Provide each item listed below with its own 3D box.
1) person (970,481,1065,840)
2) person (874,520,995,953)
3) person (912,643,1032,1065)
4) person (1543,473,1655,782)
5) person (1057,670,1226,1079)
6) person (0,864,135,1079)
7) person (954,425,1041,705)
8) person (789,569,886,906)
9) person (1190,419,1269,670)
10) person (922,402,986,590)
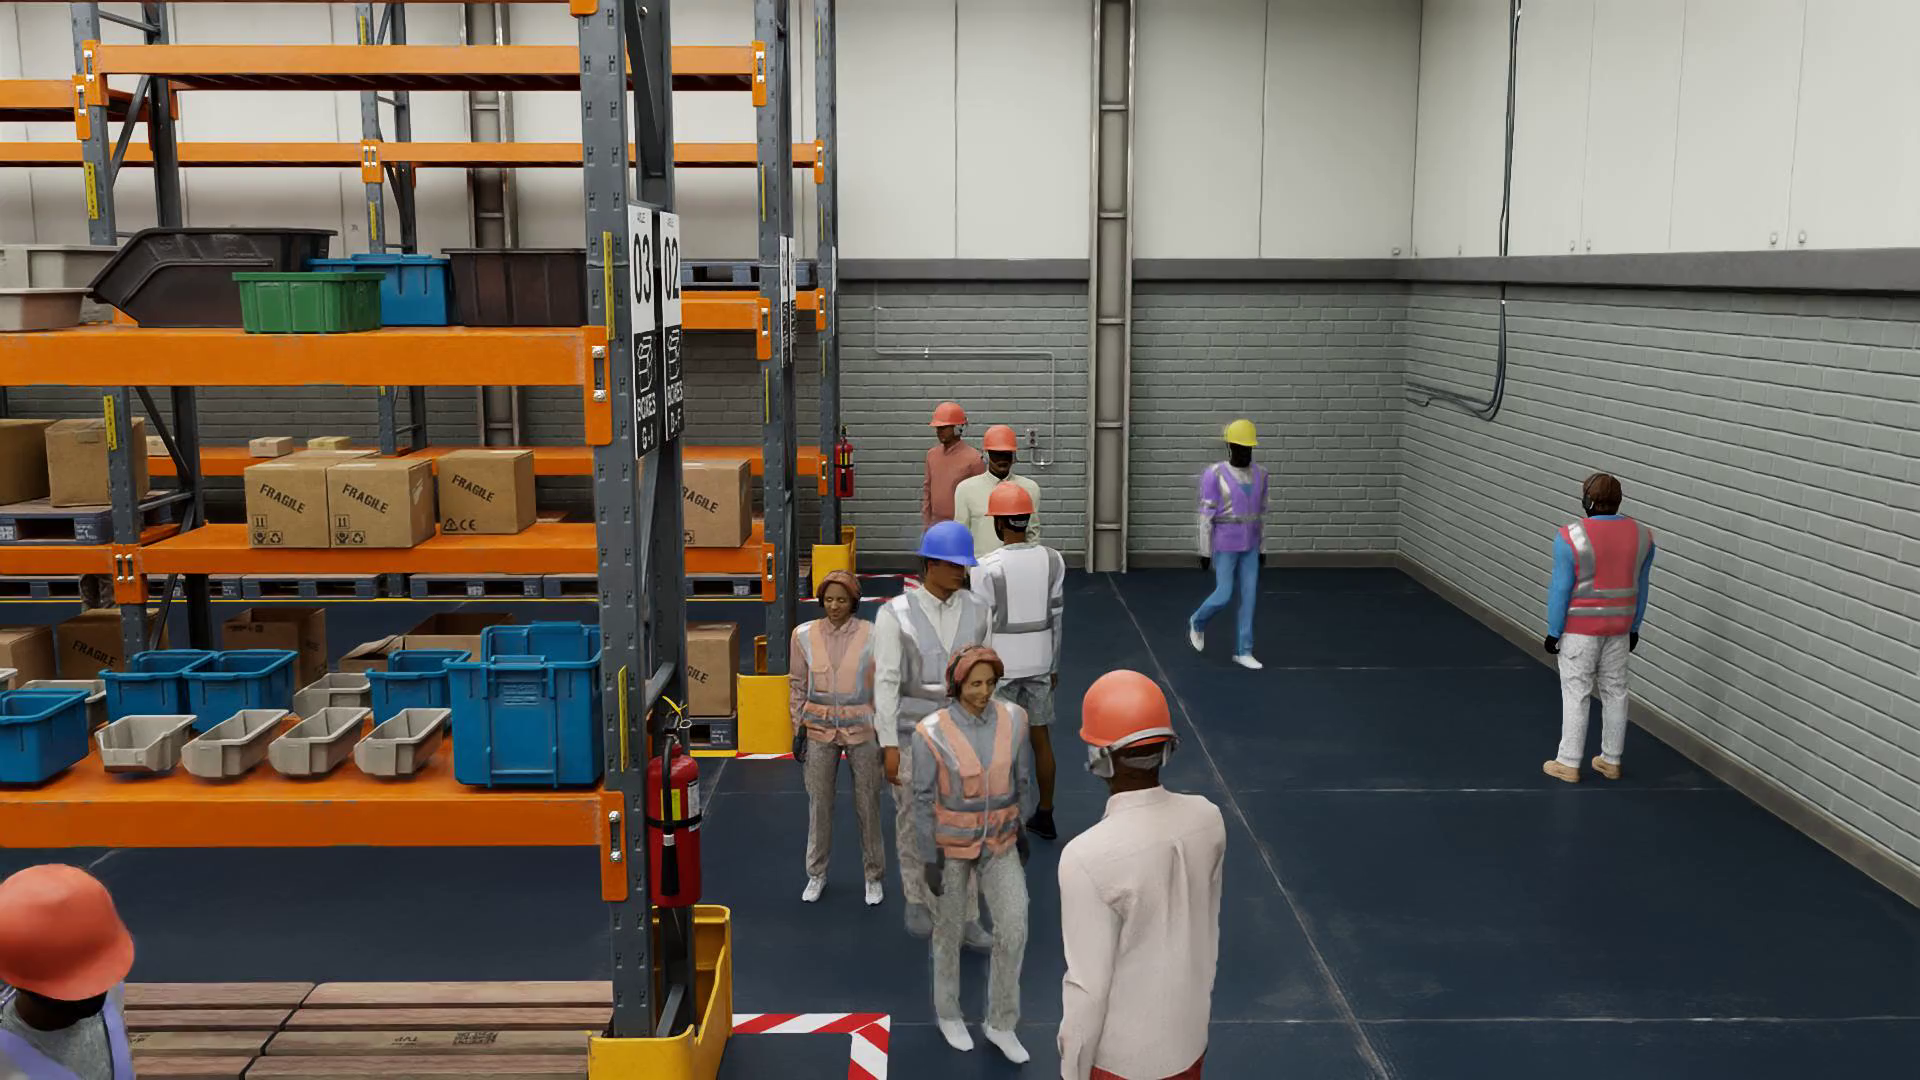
[{"bbox_3d":[0.279,0.653,8.782,0.546,1.929,0.384,-4,10,-24],"label":"person"},{"bbox_3d":[-0.099,0.874,7.416,0.652,1.919,0.637,-4,10,-23],"label":"person"},{"bbox_3d":[0.089,1.204,6.321,0.523,1.619,0.612,-4,10,-24],"label":"person"},{"bbox_3d":[3.752,0.519,9.855,0.626,1.844,0.429,-2,9,-11],"label":"person"},{"bbox_3d":[0.456,1.327,4.438,0.614,1.990,0.392,-9,13,-44],"label":"person"},{"bbox_3d":[-1.934,1.539,3.463,0.686,1.887,0.606,0,9,0],"label":"person"},{"bbox_3d":[0.254,0.217,11.227,0.612,1.997,0.375,-2,9,-13],"label":"person"},{"bbox_3d":[-0.560,0.939,7.935,0.514,1.630,0.318,1,9,8],"label":"person"},{"bbox_3d":[2.079,0.016,12.744,0.589,1.910,0.643,-5,10,-27],"label":"person"},{"bbox_3d":[-0.066,-0.096,13.152,0.619,1.992,0.396,8,12,41],"label":"person"}]
